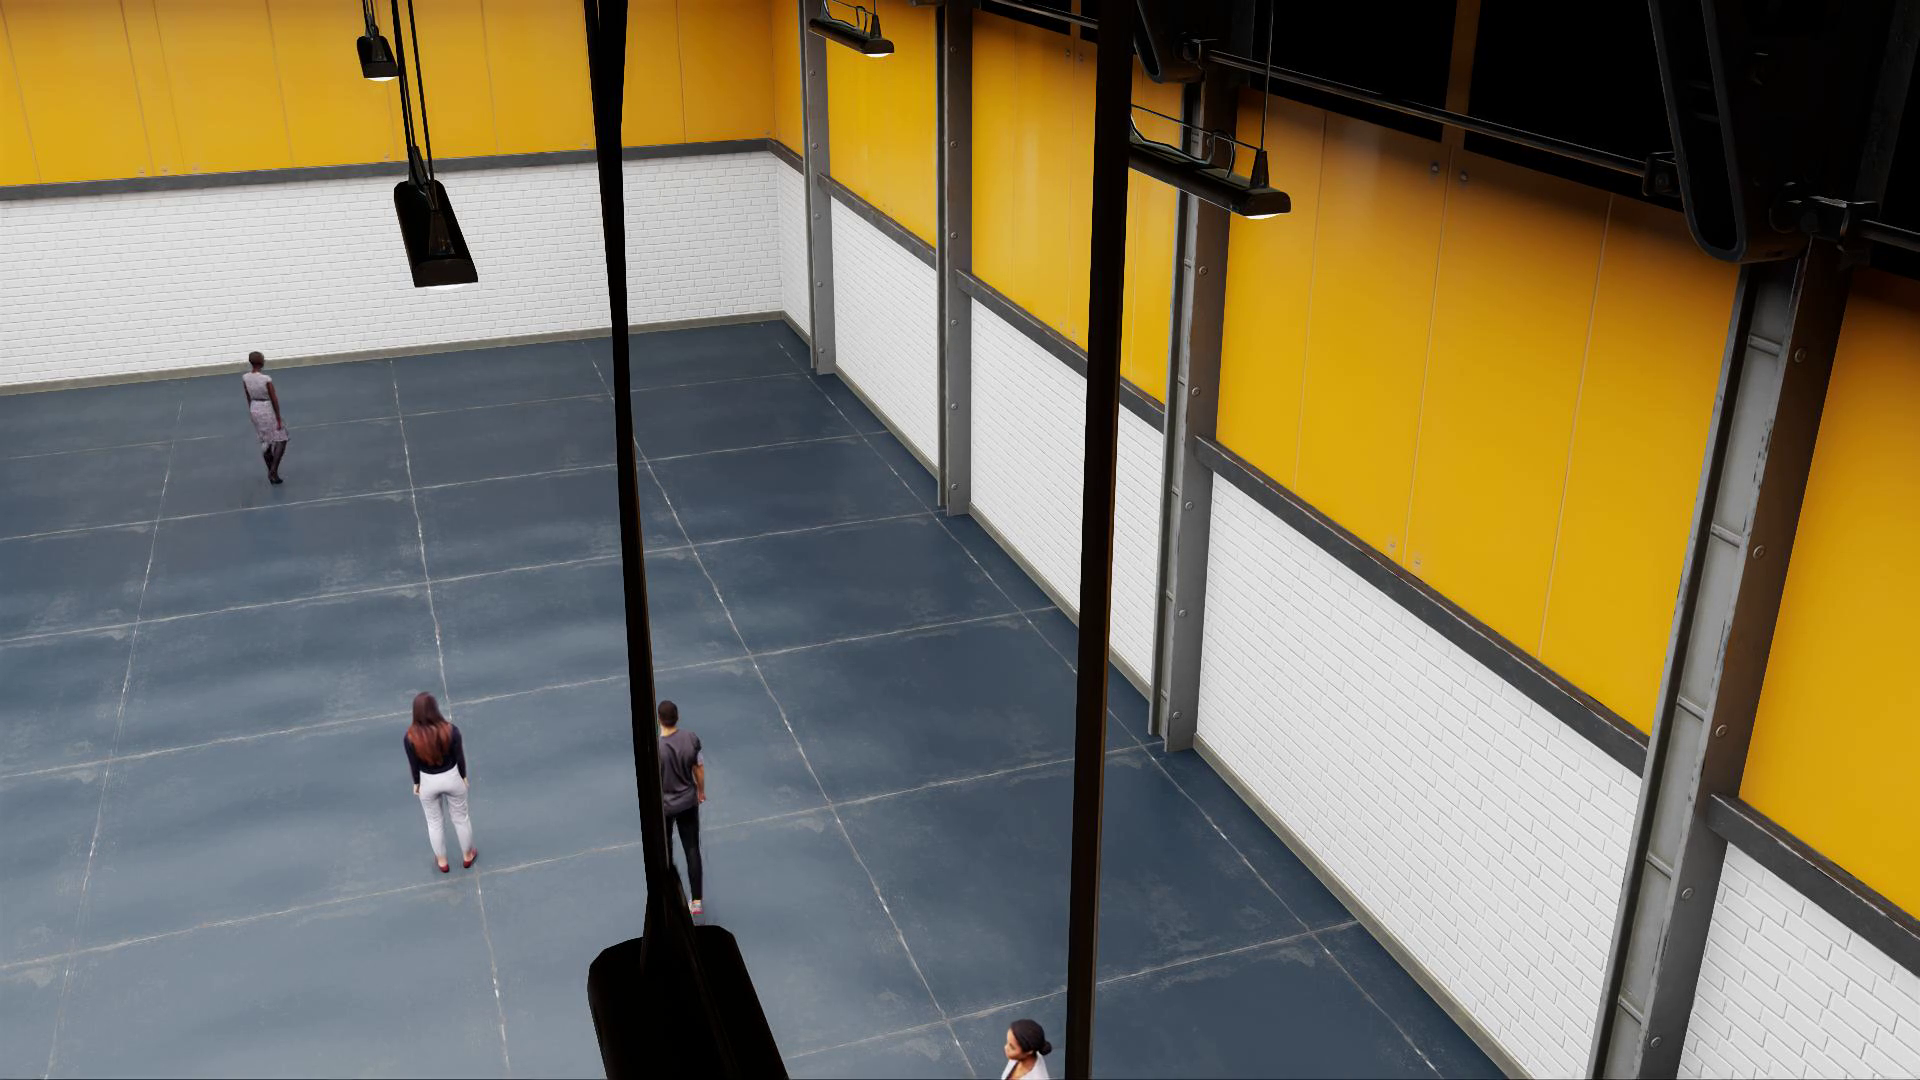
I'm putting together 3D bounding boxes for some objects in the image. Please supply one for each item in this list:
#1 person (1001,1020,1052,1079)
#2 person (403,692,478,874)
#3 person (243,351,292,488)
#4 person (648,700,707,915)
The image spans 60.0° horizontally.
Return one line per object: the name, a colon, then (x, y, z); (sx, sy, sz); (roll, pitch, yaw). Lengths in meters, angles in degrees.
person: (0.427, 3.493, 9.685); (0.752, 1.727, 0.586); (-3, 24, -7)
person: (-4.174, 1.944, 13.378); (0.606, 1.606, 0.546); (-6, 24, -14)
person: (-8.833, -1.482, 21.003); (0.807, 1.778, 0.877); (4, 24, 8)
person: (-2.180, 2.096, 12.888); (0.678, 1.721, 1.172); (-9, 25, -21)
